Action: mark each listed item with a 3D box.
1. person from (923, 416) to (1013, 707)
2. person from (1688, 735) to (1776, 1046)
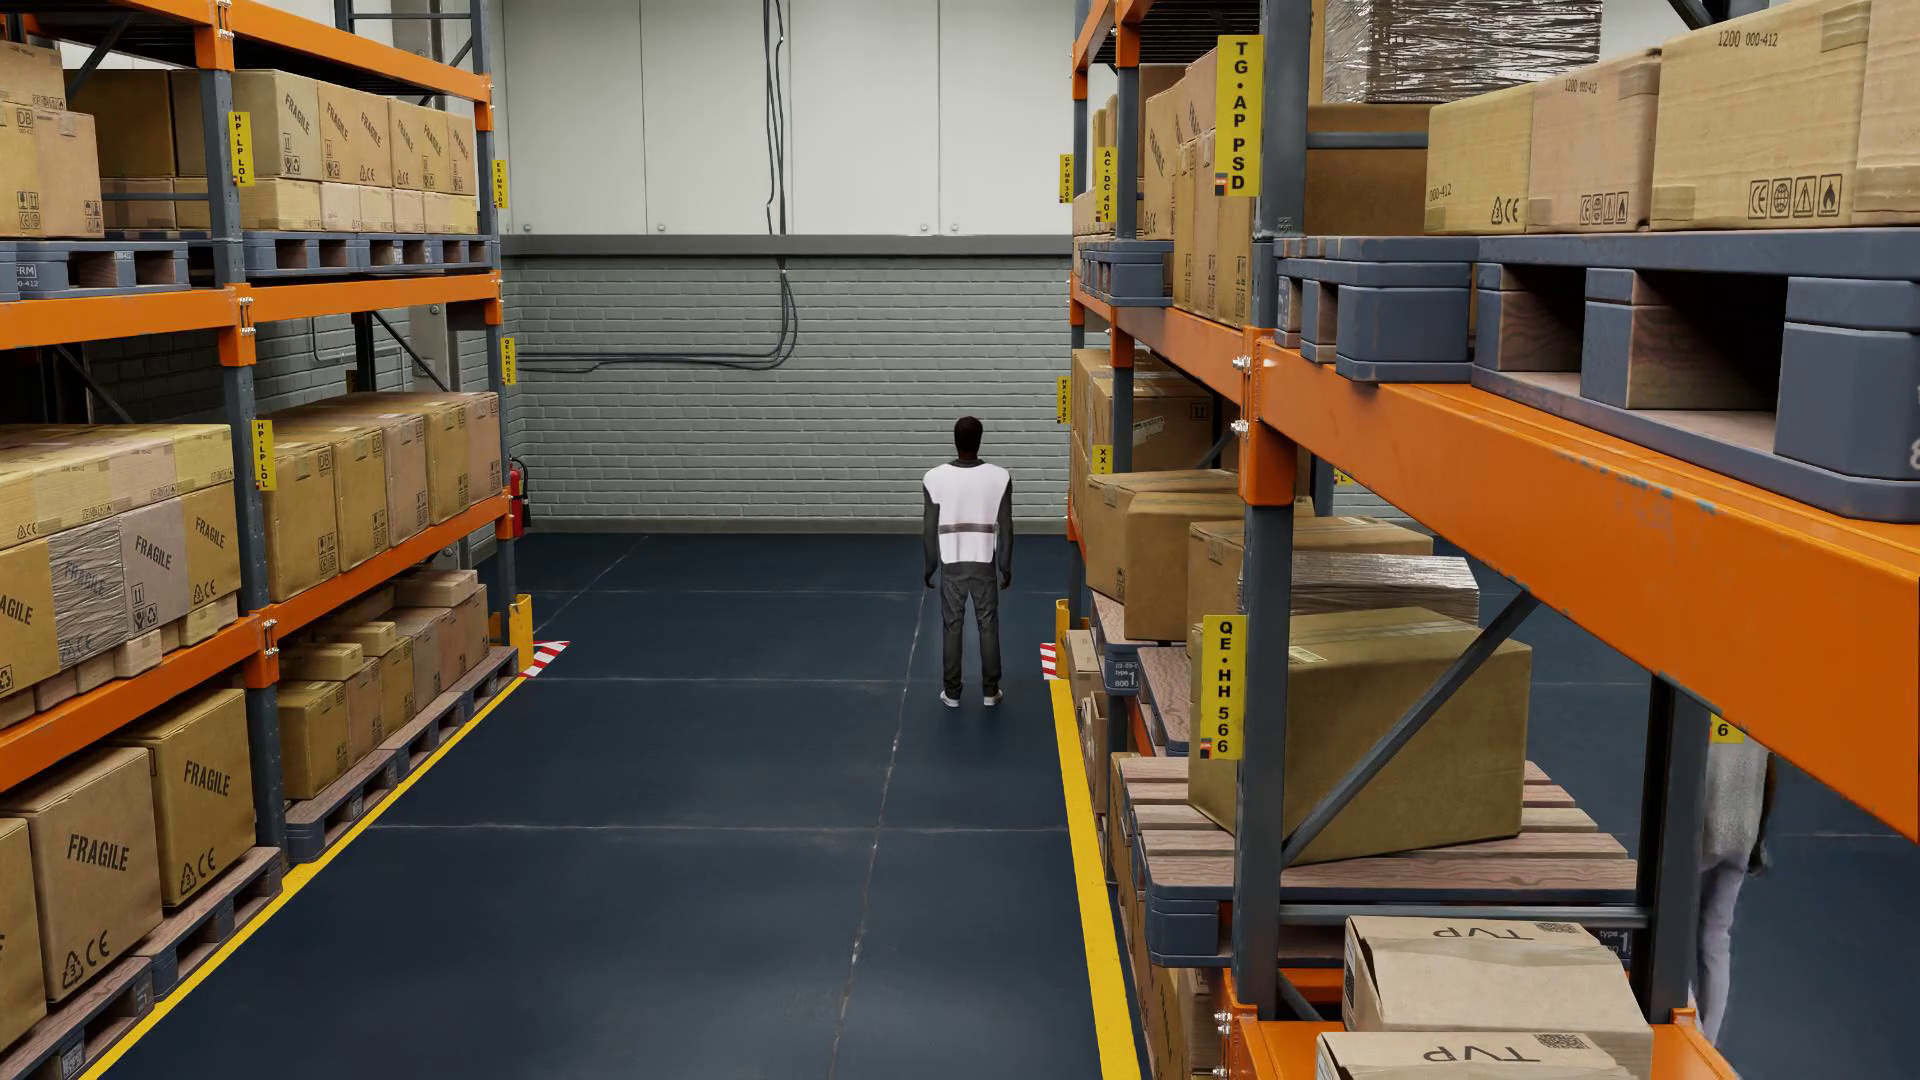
[{"bbox_3d":[0.051,0.149,10.925,0.590,1.918,0.387,0,10,-1],"label":"person"},{"bbox_3d":[2.673,1.070,5.915,0.519,1.856,0.434,-1,10,-5],"label":"person"}]
